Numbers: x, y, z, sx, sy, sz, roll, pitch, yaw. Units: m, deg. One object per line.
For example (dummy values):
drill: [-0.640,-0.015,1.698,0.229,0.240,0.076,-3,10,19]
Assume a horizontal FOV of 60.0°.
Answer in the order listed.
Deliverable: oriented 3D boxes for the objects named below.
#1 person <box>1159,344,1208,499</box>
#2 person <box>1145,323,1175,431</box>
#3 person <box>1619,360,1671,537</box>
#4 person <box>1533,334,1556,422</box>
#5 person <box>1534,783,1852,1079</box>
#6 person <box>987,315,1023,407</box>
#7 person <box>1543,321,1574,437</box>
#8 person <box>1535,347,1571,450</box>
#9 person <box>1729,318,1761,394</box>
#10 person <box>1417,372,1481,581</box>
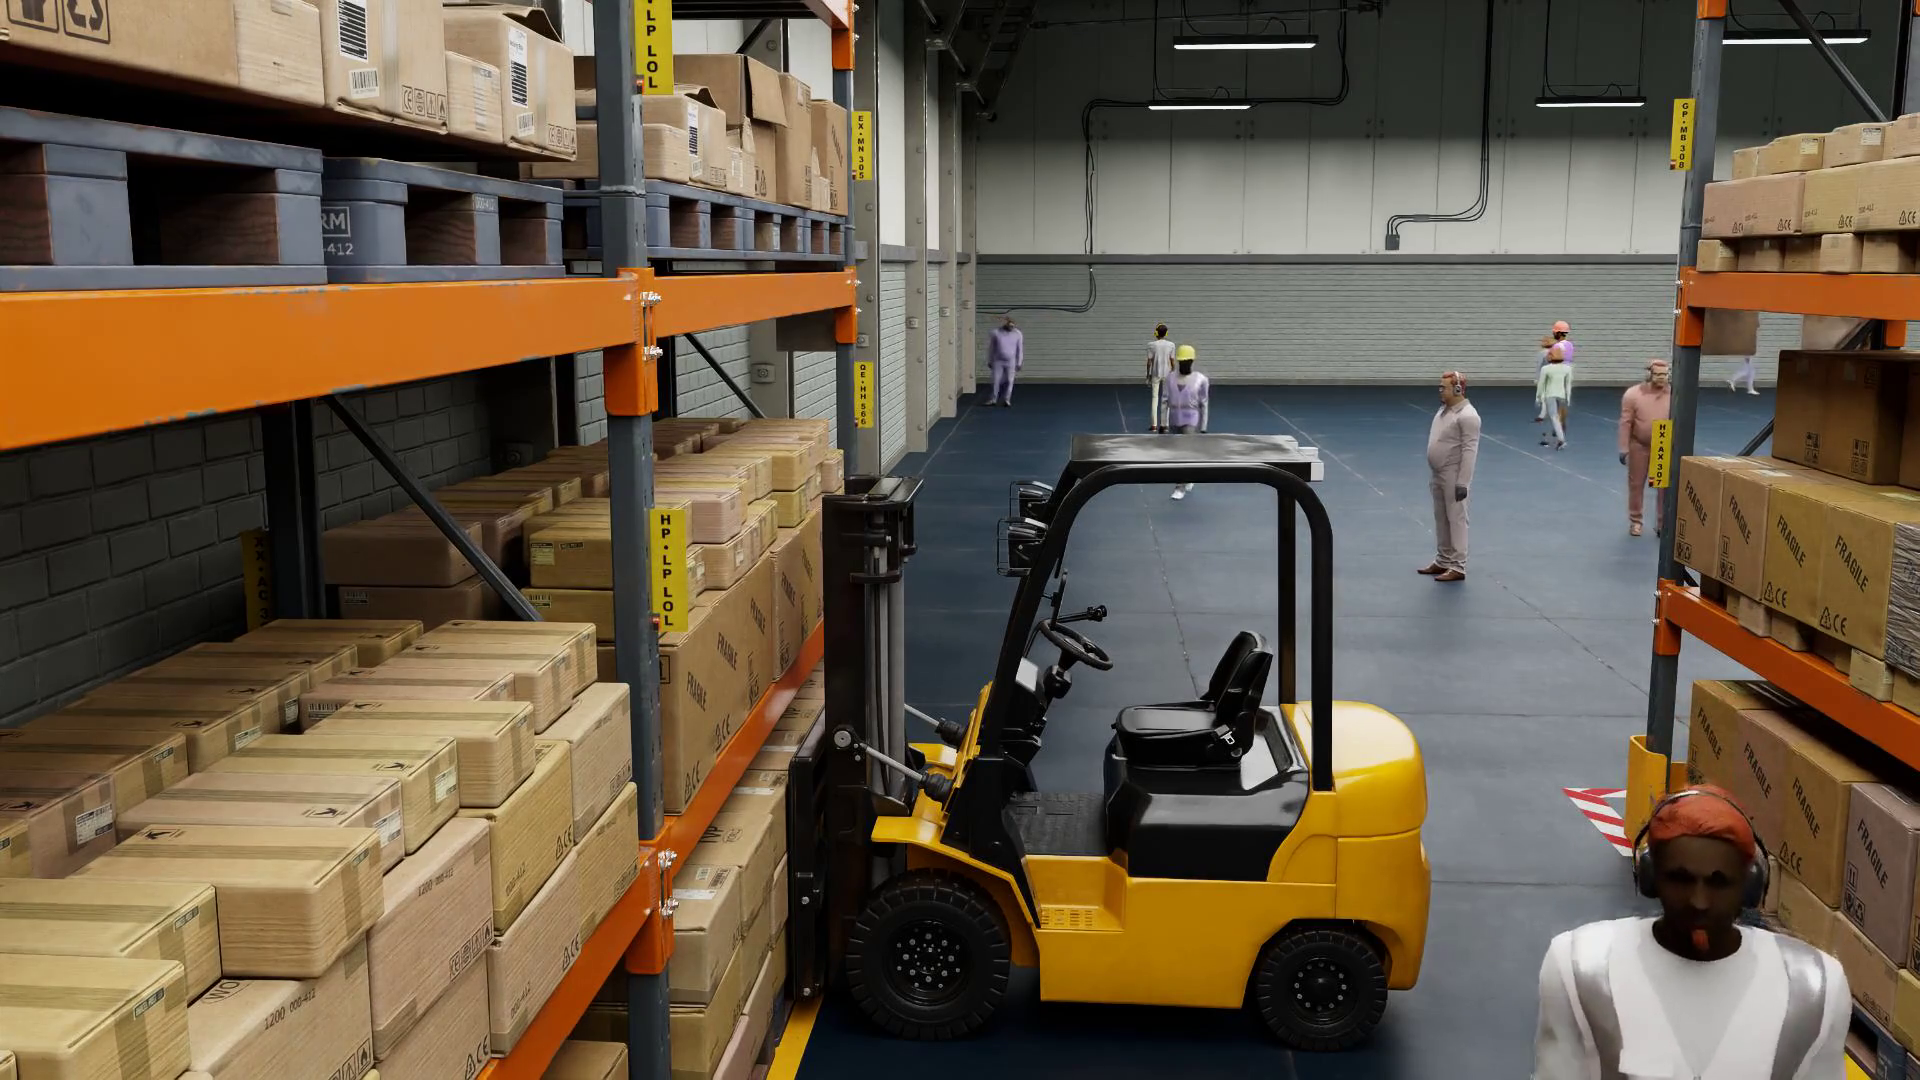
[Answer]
person: [2.801,-1.482,20.648,0.593,1.906,0.806,5,11,30]
person: [3.470,-2.816,28.808,0.520,1.877,0.326,0,9,-2]
person: [7.237,-0.934,17.406,0.668,1.881,0.775,2,10,13]
person: [10.744,-2.933,30.293,0.502,1.614,0.653,-5,11,-28]
person: [1.423,1.393,3.320,0.592,1.871,0.438,3,10,18]
person: [0.932,-3.611,33.643,0.676,1.870,0.461,0,9,2]
person: [10.040,-2.698,27.893,0.352,1.942,0.545,9,13,42]
person: [9.325,-2.220,26.061,0.509,1.590,0.875,-2,9,-9]
person: [17.565,-4.123,37.077,0.557,1.753,0.538,7,12,38]
person: [4.454,-0.576,15.167,0.398,1.906,0.681,-2,10,-10]
